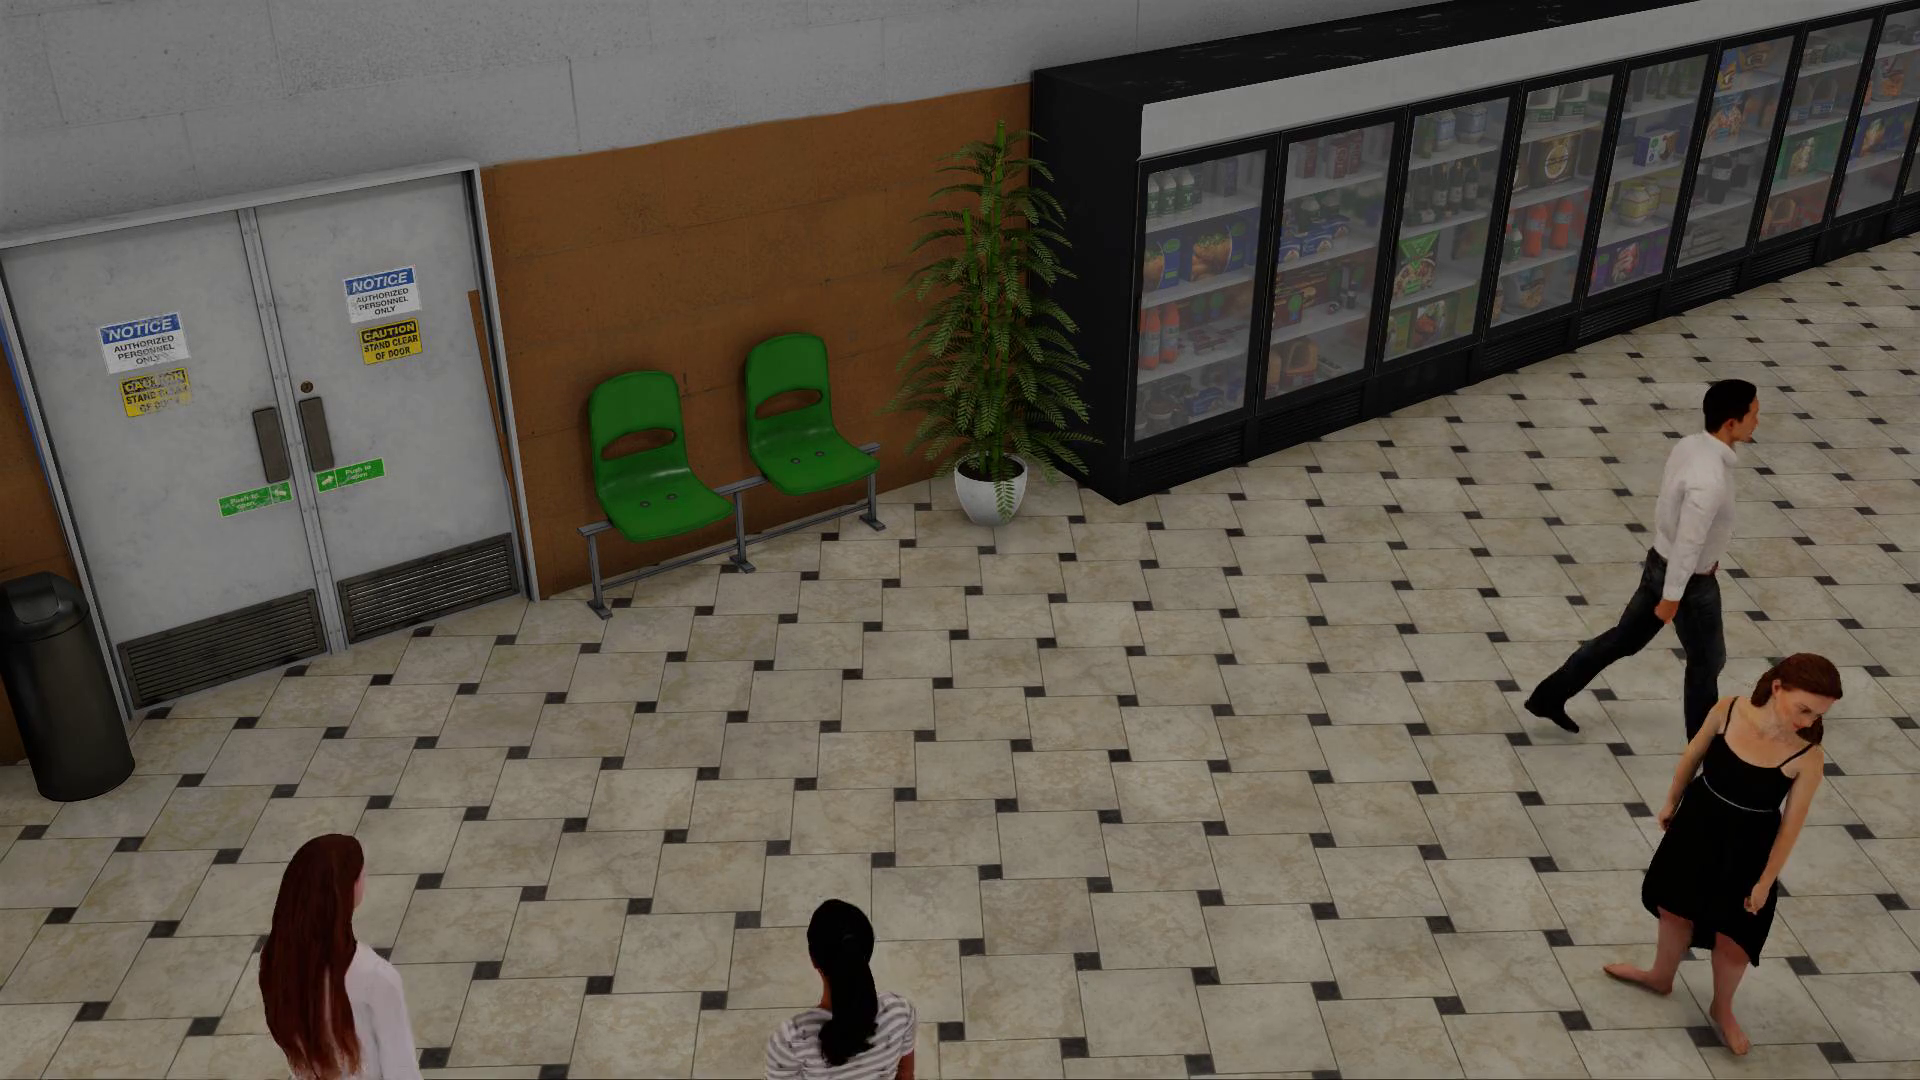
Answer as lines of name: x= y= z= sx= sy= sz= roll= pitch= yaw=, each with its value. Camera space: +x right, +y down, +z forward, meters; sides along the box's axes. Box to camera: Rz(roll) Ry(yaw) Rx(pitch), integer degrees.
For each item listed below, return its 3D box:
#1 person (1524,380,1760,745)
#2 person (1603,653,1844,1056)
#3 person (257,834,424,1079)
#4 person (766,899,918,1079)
person: x=2.932 y=0.159 z=7.053 sx=1.283 sy=1.762 sz=1.190 roll=6 pitch=29 yaw=11
person: x=2.587 y=1.000 z=5.685 sx=0.771 sy=1.597 sz=0.485 roll=-11 pitch=31 yaw=-20
person: x=-1.625 y=1.637 z=4.404 sx=1.128 sy=1.707 sz=1.142 roll=9 pitch=30 yaw=16
person: x=-0.281 y=1.709 z=4.355 sx=0.667 sy=1.625 sz=0.655 roll=-12 pitch=31 yaw=-20
